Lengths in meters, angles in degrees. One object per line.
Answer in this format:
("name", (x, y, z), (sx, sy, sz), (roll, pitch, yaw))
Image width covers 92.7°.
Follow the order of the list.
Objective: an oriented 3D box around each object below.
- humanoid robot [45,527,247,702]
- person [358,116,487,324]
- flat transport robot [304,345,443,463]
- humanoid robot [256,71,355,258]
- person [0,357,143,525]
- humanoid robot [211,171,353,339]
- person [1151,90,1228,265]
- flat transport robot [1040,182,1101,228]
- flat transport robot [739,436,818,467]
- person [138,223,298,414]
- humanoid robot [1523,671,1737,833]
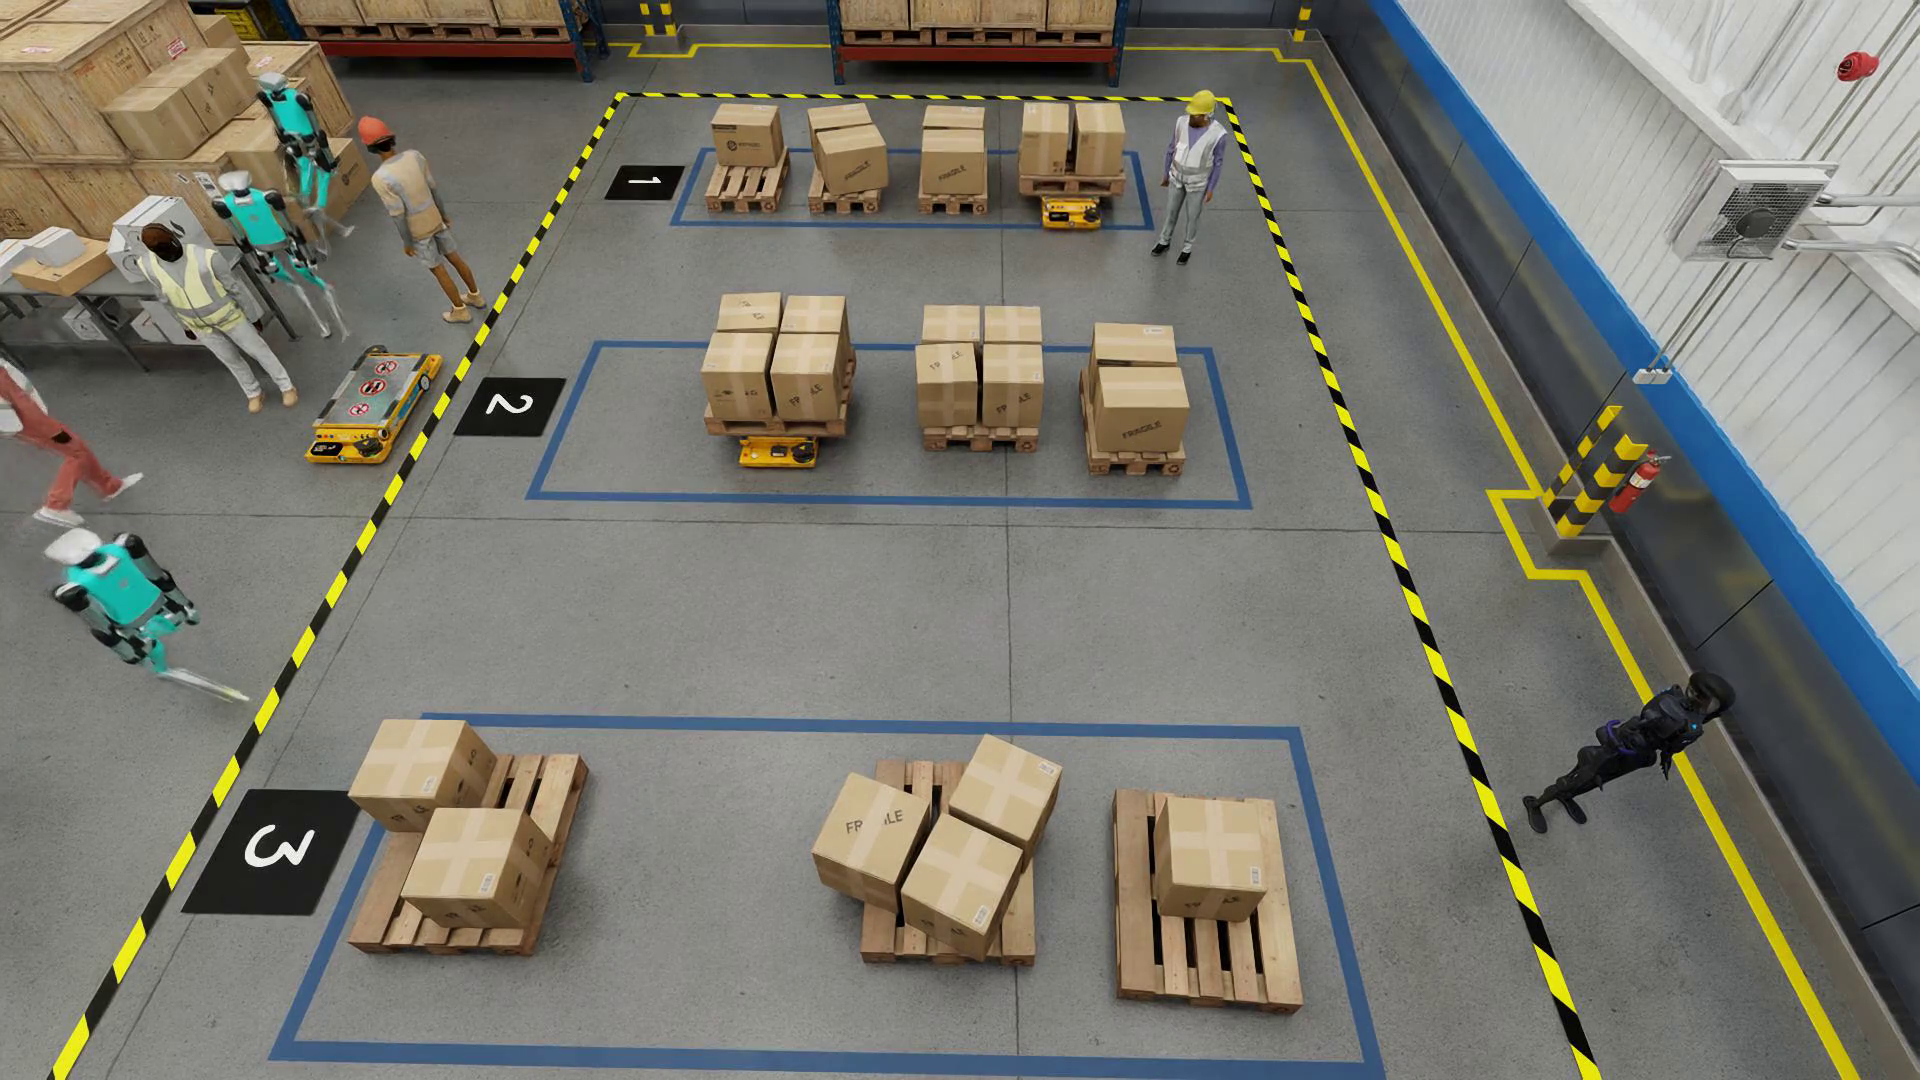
("humanoid robot", (-5.478, 0.524, 5.982), (0.996, 1.758, 0.553), (10, 50, 8))
("person", (-5.146, -3.006, 8.751), (0.382, 2.039, 0.613), (12, 51, 10))
("flat transport robot", (-5.383, -1.269, 8.441), (0.659, 0.231, 1.431), (1, 50, 1))
("humanoid robot", (-6.996, -3.879, 9.723), (0.548, 1.830, 0.876), (6, 50, 5))
("person", (-7.257, -0.911, 7.076), (0.599, 1.895, 0.660), (23, 53, 18))
("humanoid robot", (-6.386, -2.709, 8.705), (0.546, 1.808, 0.669), (-19, 52, -15))
("person", (2.373, -3.738, 9.507), (0.597, 1.827, 0.403), (29, 56, 23))
("flat transport robot", (1.288, -4.176, 10.882), (0.652, 0.197, 1.431), (1, 50, 1))
("flat transport robot", (-1.582, -1.235, 8.394), (0.652, 0.197, 1.431), (1, 50, 1))
("person", (-6.436, -1.910, 7.963), (0.631, 1.834, 0.429), (-12, 51, -10))
("humanoid robot", (3.920, 1.256, 5.370), (0.599, 1.659, 0.315), (-7, 50, -6))
